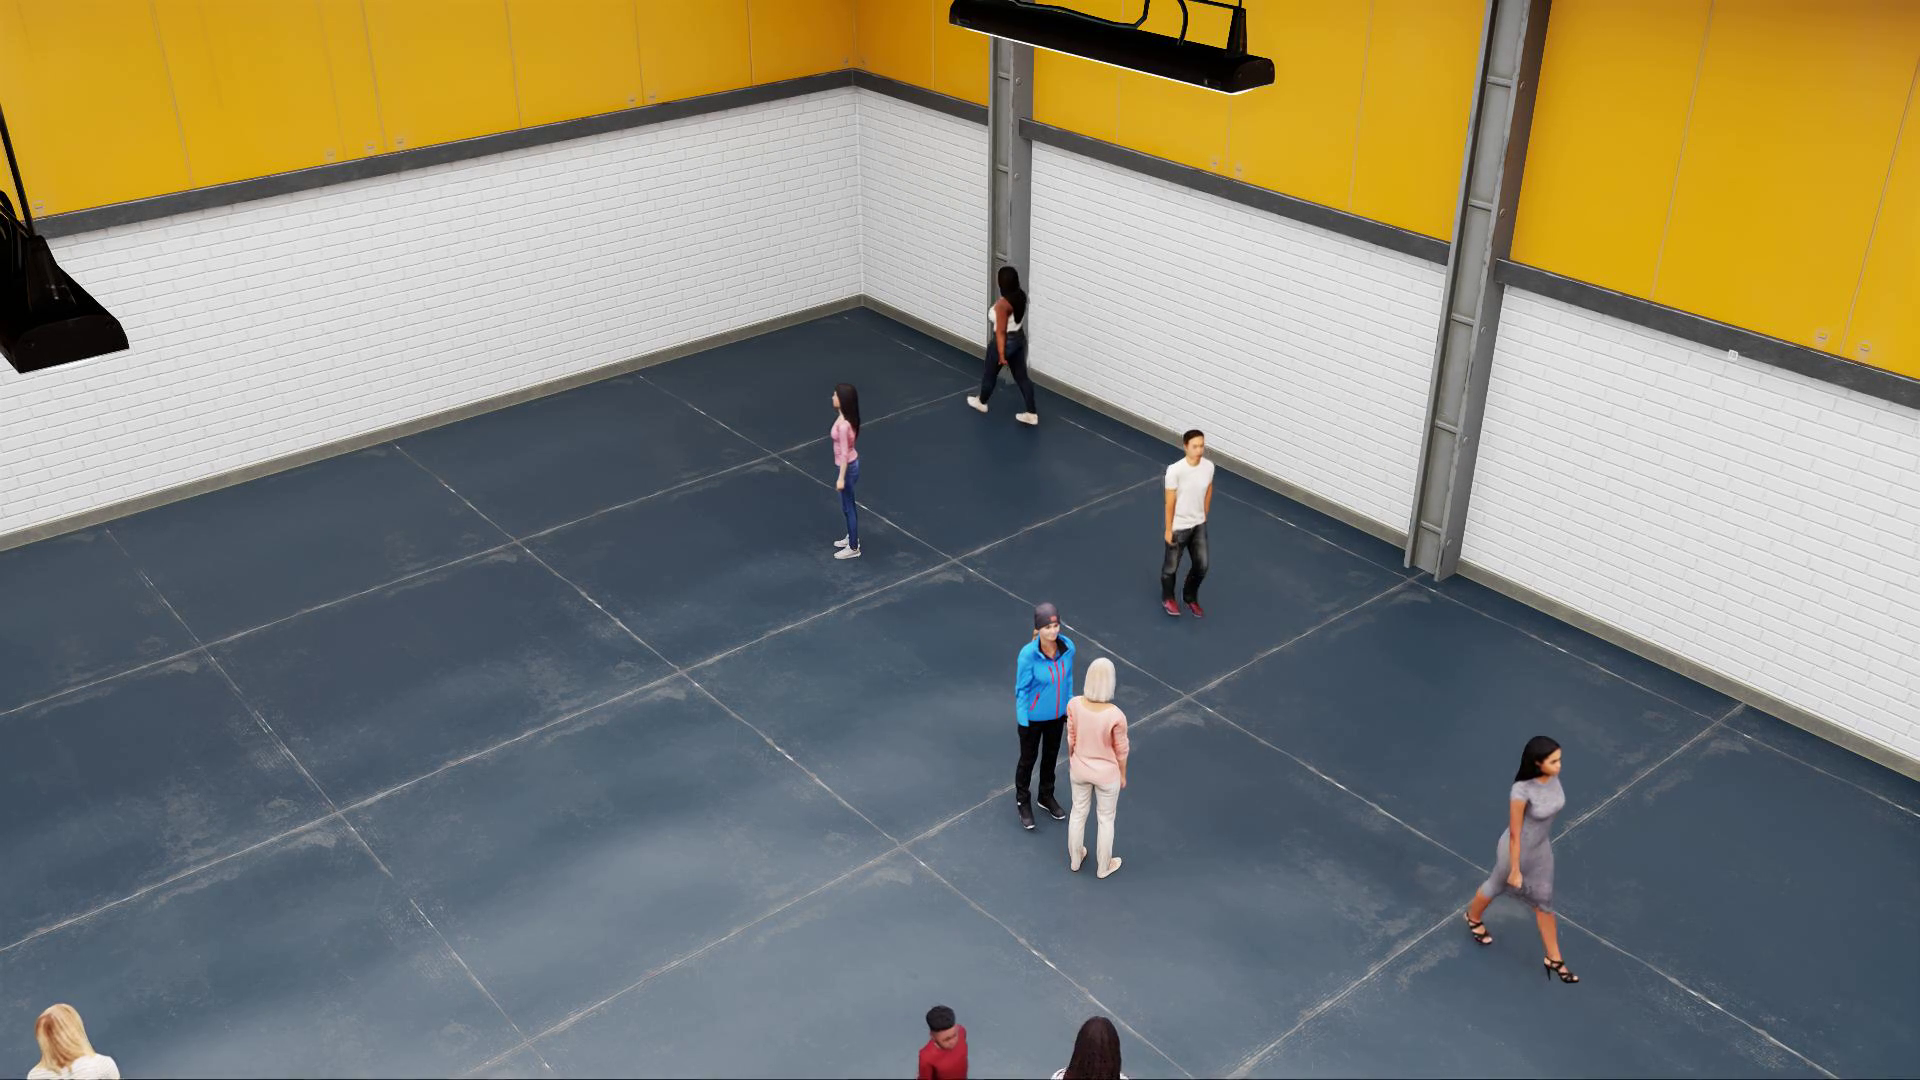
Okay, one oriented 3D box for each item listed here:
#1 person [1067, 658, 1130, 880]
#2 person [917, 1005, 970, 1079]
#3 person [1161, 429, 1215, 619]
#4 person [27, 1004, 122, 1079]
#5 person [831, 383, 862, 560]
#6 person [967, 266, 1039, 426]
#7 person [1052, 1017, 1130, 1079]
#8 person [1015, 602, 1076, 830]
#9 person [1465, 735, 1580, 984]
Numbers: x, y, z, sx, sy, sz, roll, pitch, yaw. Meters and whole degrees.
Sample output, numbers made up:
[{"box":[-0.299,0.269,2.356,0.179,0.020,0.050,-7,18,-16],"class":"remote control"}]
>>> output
[{"box":[0.930,1.561,11.399,0.599,1.726,0.736,14,31,23],"class":"person"},{"box":[-0.137,3.000,9.267,0.524,1.241,0.519,-23,36,-36],"class":"person"},{"box":[1.924,-0.176,14.521,0.762,1.787,0.786,-9,30,-16],"class":"person"},{"box":[-4.379,3.102,8.472,0.680,1.823,0.654,-9,30,-16],"class":"person"},{"box":[-1.053,-0.656,15.447,0.706,1.743,0.631,0,29,0],"class":"person"},{"box":[0.607,-2.063,18.010,1.184,1.757,0.745,22,36,35],"class":"person"},{"box":[0.665,3.201,8.366,0.808,1.751,0.867,4,29,7],"class":"person"},{"box":[0.592,1.242,11.911,0.665,1.795,0.601,-13,31,-22],"class":"person"},{"box":[3.517,1.967,10.638,0.683,1.742,1.094,-18,34,-30],"class":"person"}]
